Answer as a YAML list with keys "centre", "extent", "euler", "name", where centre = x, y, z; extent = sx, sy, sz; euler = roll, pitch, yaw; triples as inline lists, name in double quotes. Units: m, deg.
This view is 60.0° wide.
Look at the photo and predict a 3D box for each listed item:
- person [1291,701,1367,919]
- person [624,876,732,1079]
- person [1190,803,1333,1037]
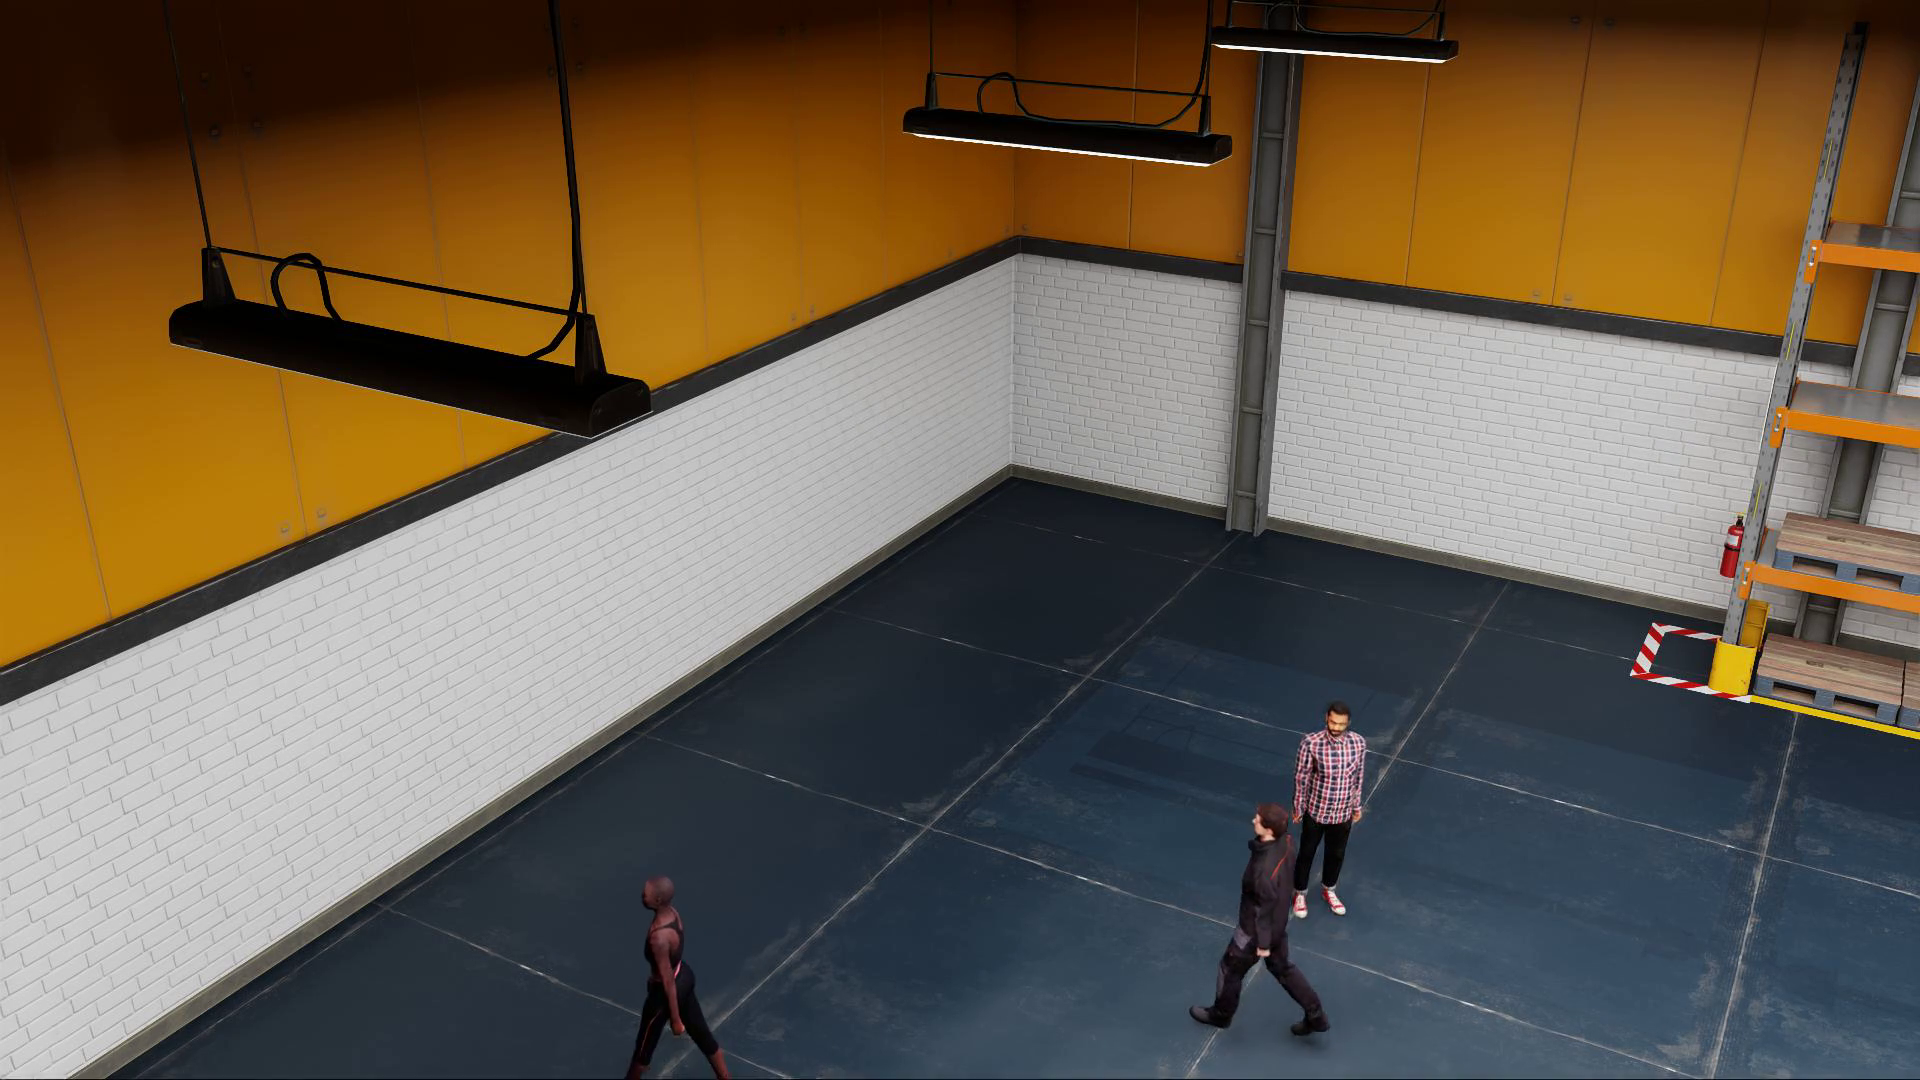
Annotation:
- centre: [2.732, 1.973, 12.345]
  extent: [0.747, 1.760, 0.841]
  euler: [-3, 24, -7]
  name: "person"
- centre: [-1.697, 2.860, 10.379]
  extent: [1.251, 1.708, 0.970]
  euler: [1, 24, 3]
  name: "person"
- centre: [2.096, 2.549, 10.976]
  extent: [1.130, 1.801, 0.702]
  euler: [13, 27, 27]
  name: "person"
